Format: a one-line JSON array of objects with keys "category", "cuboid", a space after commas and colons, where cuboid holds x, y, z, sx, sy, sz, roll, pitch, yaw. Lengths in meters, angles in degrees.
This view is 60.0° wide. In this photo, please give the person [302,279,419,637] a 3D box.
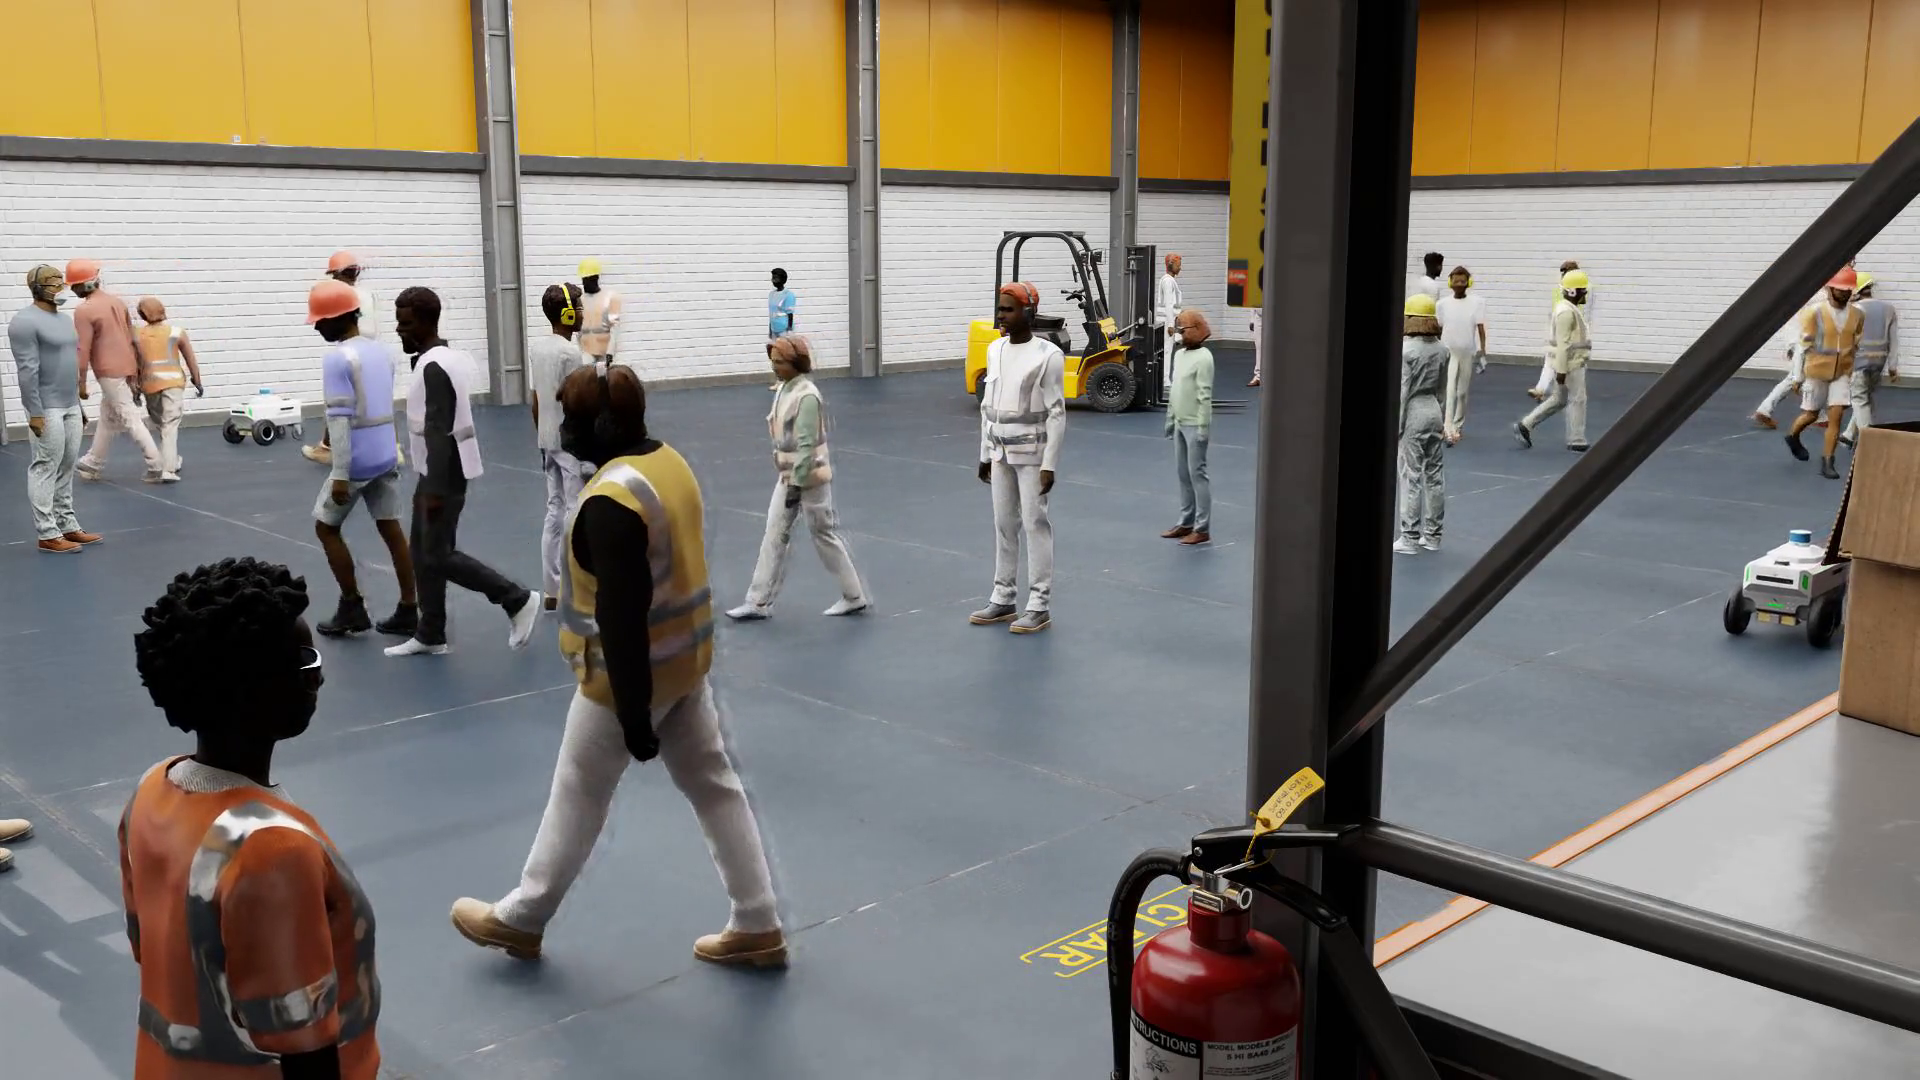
[{"category": "person", "cuboid": [-3.202, -0.409, 8.742, 0.683, 1.898, 0.612, 3, 11, 15]}]

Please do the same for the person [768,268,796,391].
[{"category": "person", "cuboid": [-2.439, -2.868, 22.736, 0.317, 1.693, 0.531, -9, 14, -40]}]

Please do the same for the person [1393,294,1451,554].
[{"category": "person", "cuboid": [3.064, -0.777, 11.190, 0.487, 1.744, 0.314, -6, 12, -31]}]

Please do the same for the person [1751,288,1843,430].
[{"category": "person", "cuboid": [9.207, -2.136, 18.185, 0.991, 1.902, 0.641, 1, 10, 7]}]

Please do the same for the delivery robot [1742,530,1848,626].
[{"category": "delivery robot", "cuboid": [4.479, 0.190, 8.905, 0.477, 0.478, 0.707, 10, 14, 43]}]

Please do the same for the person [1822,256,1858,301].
[{"category": "person", "cuboid": [12.387, -3.083, 23.339, 0.407, 1.903, 0.639, -10, 14, -43]}]

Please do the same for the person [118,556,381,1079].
[{"category": "person", "cuboid": [-0.989, 0.863, 2.376, 0.320, 1.697, 0.531, -10, 14, -43]}]

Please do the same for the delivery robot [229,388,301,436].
[{"category": "delivery robot", "cuboid": [-7.156, -1.322, 17.151, 0.477, 0.478, 0.707, 5, 11, 24]}]

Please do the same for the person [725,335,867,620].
[{"category": "person", "cuboid": [-0.884, -0.339, 9.193, 0.782, 1.596, 0.525, -5, 12, -27]}]

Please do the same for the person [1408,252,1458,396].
[{"category": "person", "cuboid": [6.129, -2.788, 21.698, 1.008, 1.912, 0.606, -2, 11, -10]}]

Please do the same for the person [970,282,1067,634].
[{"category": "person", "cuboid": [0.315, -0.441, 8.977, 0.354, 1.883, 0.572, -9, 14, -41]}]

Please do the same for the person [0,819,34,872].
[{"category": "person", "cuboid": [-3.418, 0.100, 5.591, 0.387, 2.045, 0.605, -3, 11, -14]}]

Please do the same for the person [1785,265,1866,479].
[{"category": "person", "cuboid": [7.698, -1.515, 14.872, 0.555, 1.890, 0.830, 1, 10, 5]}]

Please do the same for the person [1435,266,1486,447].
[{"category": "person", "cuboid": [5.106, -1.876, 17.015, 0.513, 1.822, 0.974, 2, 11, 11]}]

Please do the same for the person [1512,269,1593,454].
[{"category": "person", "cuboid": [5.896, -1.747, 16.311, 0.792, 1.805, 0.598, 3, 11, 18]}]

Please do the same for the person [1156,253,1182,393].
[{"category": "person", "cuboid": [2.842, -2.940, 22.597, 0.353, 1.886, 0.572, 0, 10, 3]}]

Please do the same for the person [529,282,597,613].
[{"category": "person", "cuboid": [-2.192, -0.496, 9.312, 0.328, 1.873, 0.521, -10, 14, -43]}]

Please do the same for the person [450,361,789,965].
[{"category": "person", "cuboid": [-0.971, 0.380, 4.781, 1.016, 1.780, 0.629, 2, 11, 13]}]

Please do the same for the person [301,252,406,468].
[{"category": "person", "cuboid": [-5.567, -1.637, 15.254, 1.096, 1.977, 0.599, 4, 11, 23]}]

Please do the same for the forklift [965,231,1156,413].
[{"category": "forklift", "cuboid": [1.222, -2.721, 20.561, 2.313, 2.155, 1.214, 2, 11, 13]}]

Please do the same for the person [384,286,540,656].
[{"category": "person", "cuboid": [-2.540, -0.324, 8.333, 0.680, 1.892, 0.627, -4, 11, -20]}]

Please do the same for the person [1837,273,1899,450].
[{"category": "person", "cuboid": [8.713, -1.702, 16.168, 0.610, 1.766, 0.823, -2, 10, -8]}]

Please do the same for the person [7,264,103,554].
[{"category": "person", "cuboid": [-6.119, -0.884, 11.244, 0.370, 1.941, 0.627, 0, 10, -1]}]

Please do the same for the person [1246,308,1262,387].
[{"category": "person", "cuboid": [4.339, -3.090, 23.363, 0.643, 1.909, 0.410, 9, 14, 40]}]

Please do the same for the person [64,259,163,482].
[{"category": "person", "cuboid": [-7.327, -1.427, 14.250, 1.030, 1.916, 0.668, 1, 10, 4]}]

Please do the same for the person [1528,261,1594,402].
[{"category": "person", "cuboid": [7.705, -2.645, 21.230, 0.941, 1.791, 0.657, -7, 13, -35]}]

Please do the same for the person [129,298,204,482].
[{"category": "person", "cuboid": [-6.962, -1.319, 14.575, 0.532, 1.580, 0.899, -2, 11, -9]}]

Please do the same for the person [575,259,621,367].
[{"category": "person", "cuboid": [-3.817, -1.969, 17.320, 0.590, 1.882, 0.927, 3, 11, 14]}]

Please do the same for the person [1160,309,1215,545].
[{"category": "person", "cuboid": [1.591, -0.783, 11.549, 0.281, 1.629, 0.515, -3, 11, -17]}]
